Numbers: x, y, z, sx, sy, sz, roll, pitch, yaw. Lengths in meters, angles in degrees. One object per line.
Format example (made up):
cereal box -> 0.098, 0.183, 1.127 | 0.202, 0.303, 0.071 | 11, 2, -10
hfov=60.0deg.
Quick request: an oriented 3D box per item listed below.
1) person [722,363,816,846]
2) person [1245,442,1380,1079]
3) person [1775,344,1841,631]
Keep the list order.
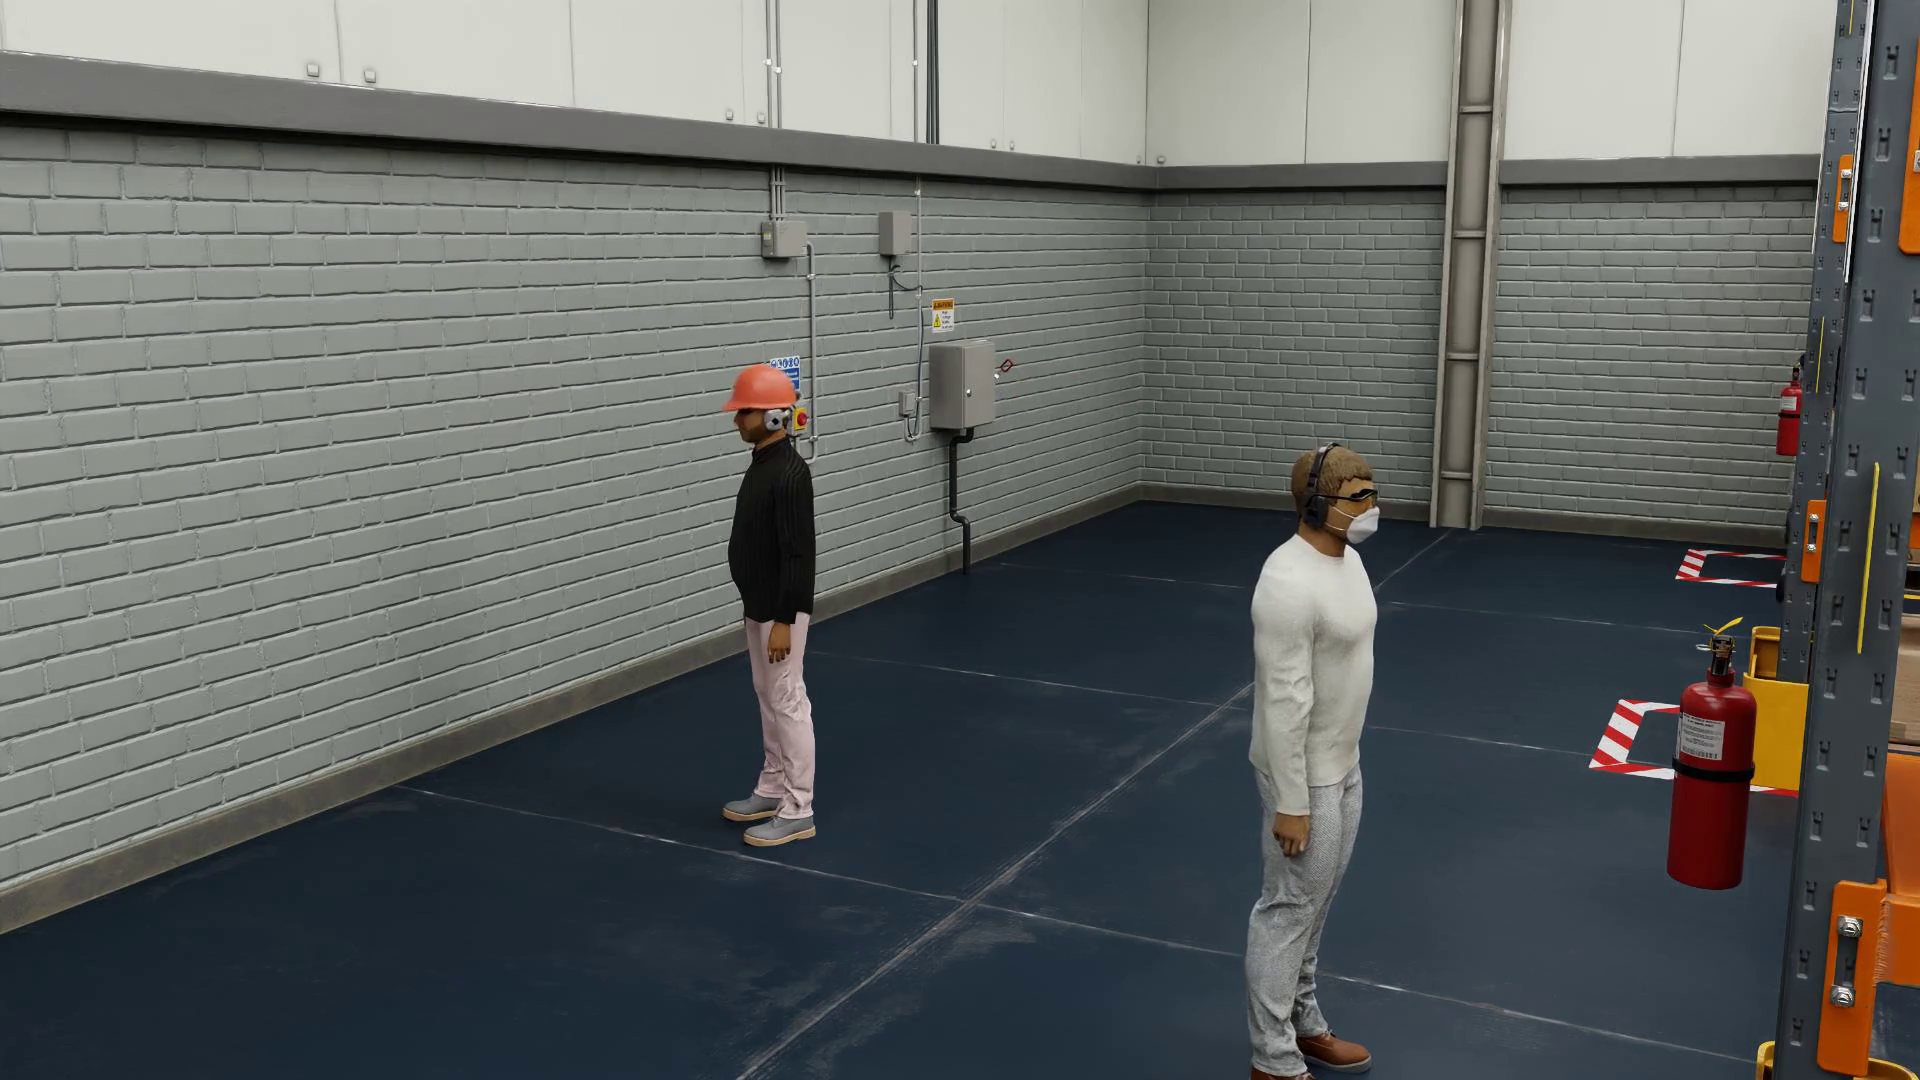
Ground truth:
person -> -0.787, 0.264, 6.929 | 0.376, 1.996, 0.612 | -4, 11, -20
person -> 1.028, 0.679, 4.819 | 0.362, 1.939, 0.636 | 5, 12, 26
person -> 4.621, -0.088, 8.982 | 0.436, 1.939, 0.674 | 3, 11, 14
